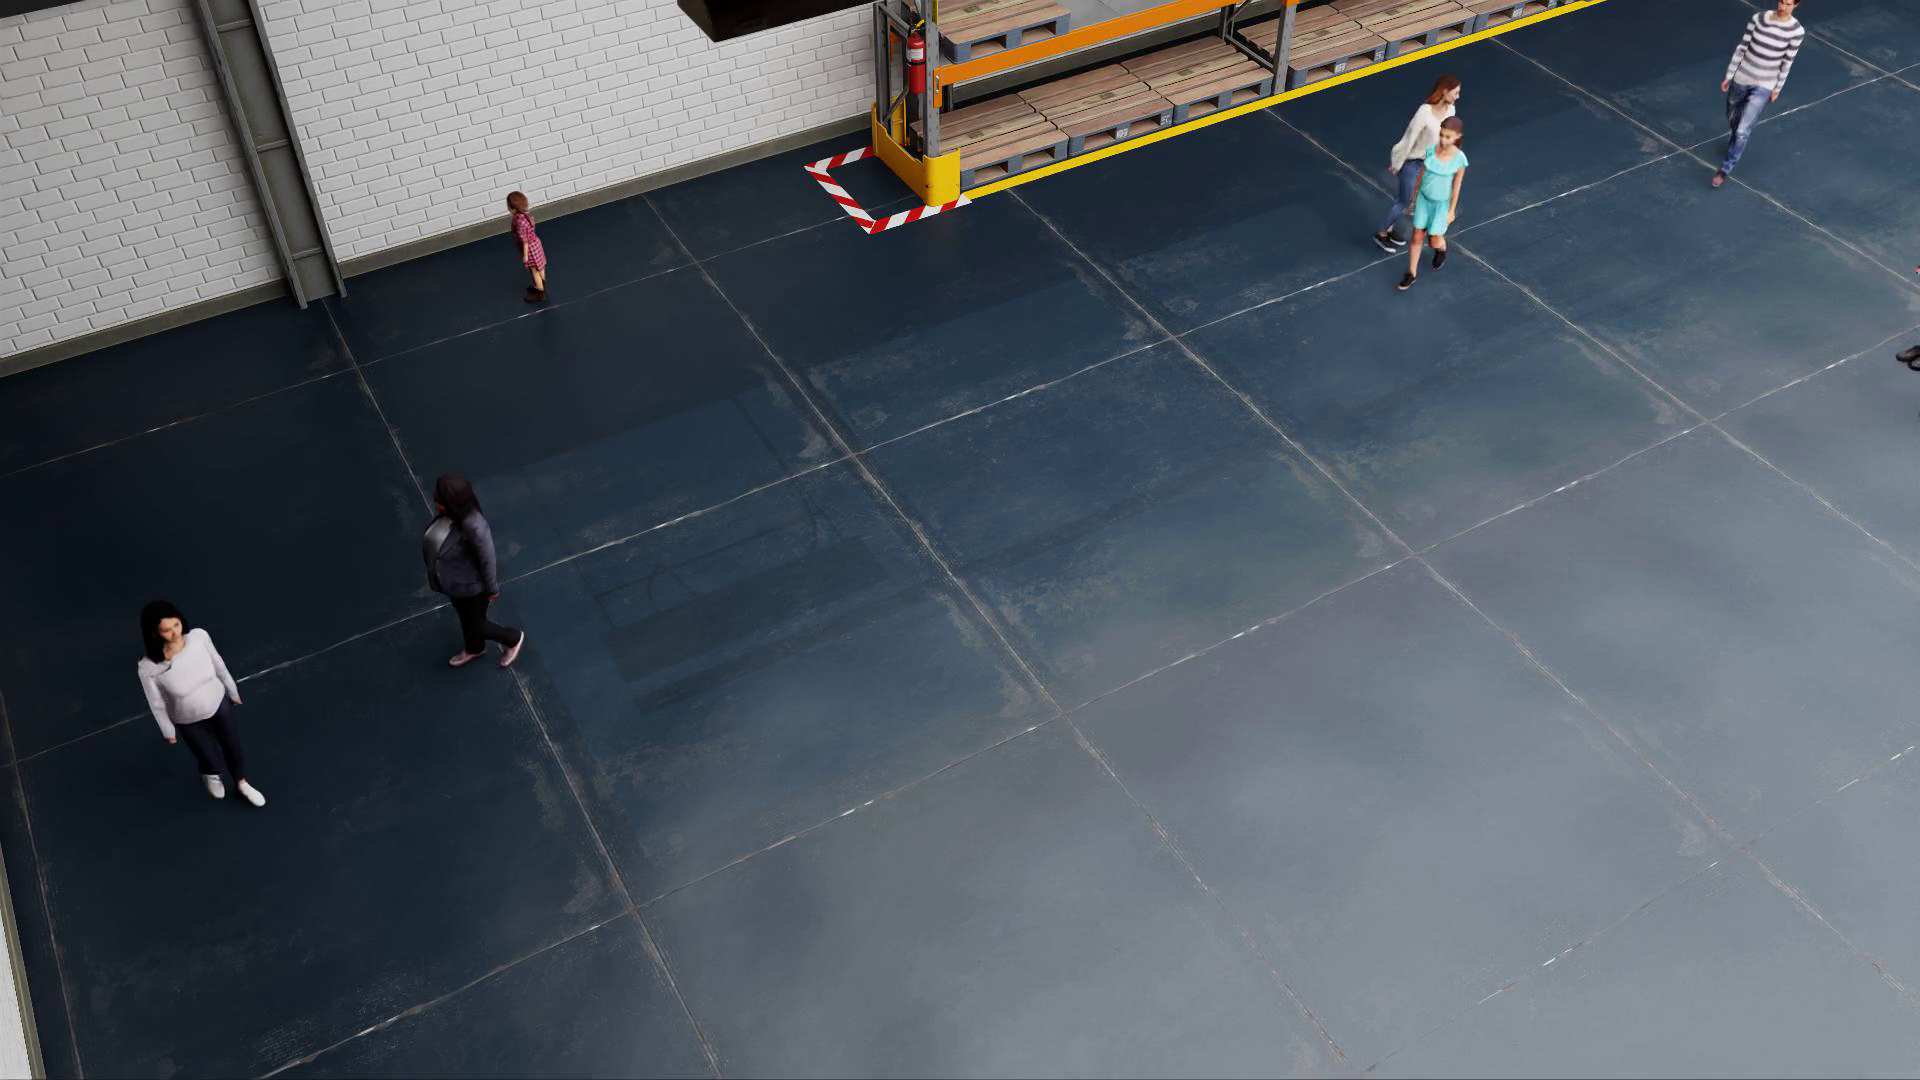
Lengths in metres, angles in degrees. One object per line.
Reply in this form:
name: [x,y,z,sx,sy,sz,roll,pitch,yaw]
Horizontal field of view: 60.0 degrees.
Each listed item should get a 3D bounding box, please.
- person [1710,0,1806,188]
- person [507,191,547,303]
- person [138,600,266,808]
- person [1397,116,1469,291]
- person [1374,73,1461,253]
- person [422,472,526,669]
person: [7.267,-4.207,15.166,0.861,1.817,1.223,34,53,30]
person: [-3.613,-2.464,13.914,0.535,1.022,0.496,-1,44,-1]
person: [-4.540,0.962,9.830,0.817,1.695,0.728,26,50,25]
person: [3.998,-2.849,13.938,0.688,1.546,0.897,29,51,27]
person: [3.863,-3.236,14.264,0.610,1.657,0.738,-19,47,-19]
person: [-3.136,0.194,10.714,0.763,1.587,0.724,-29,50,-27]
